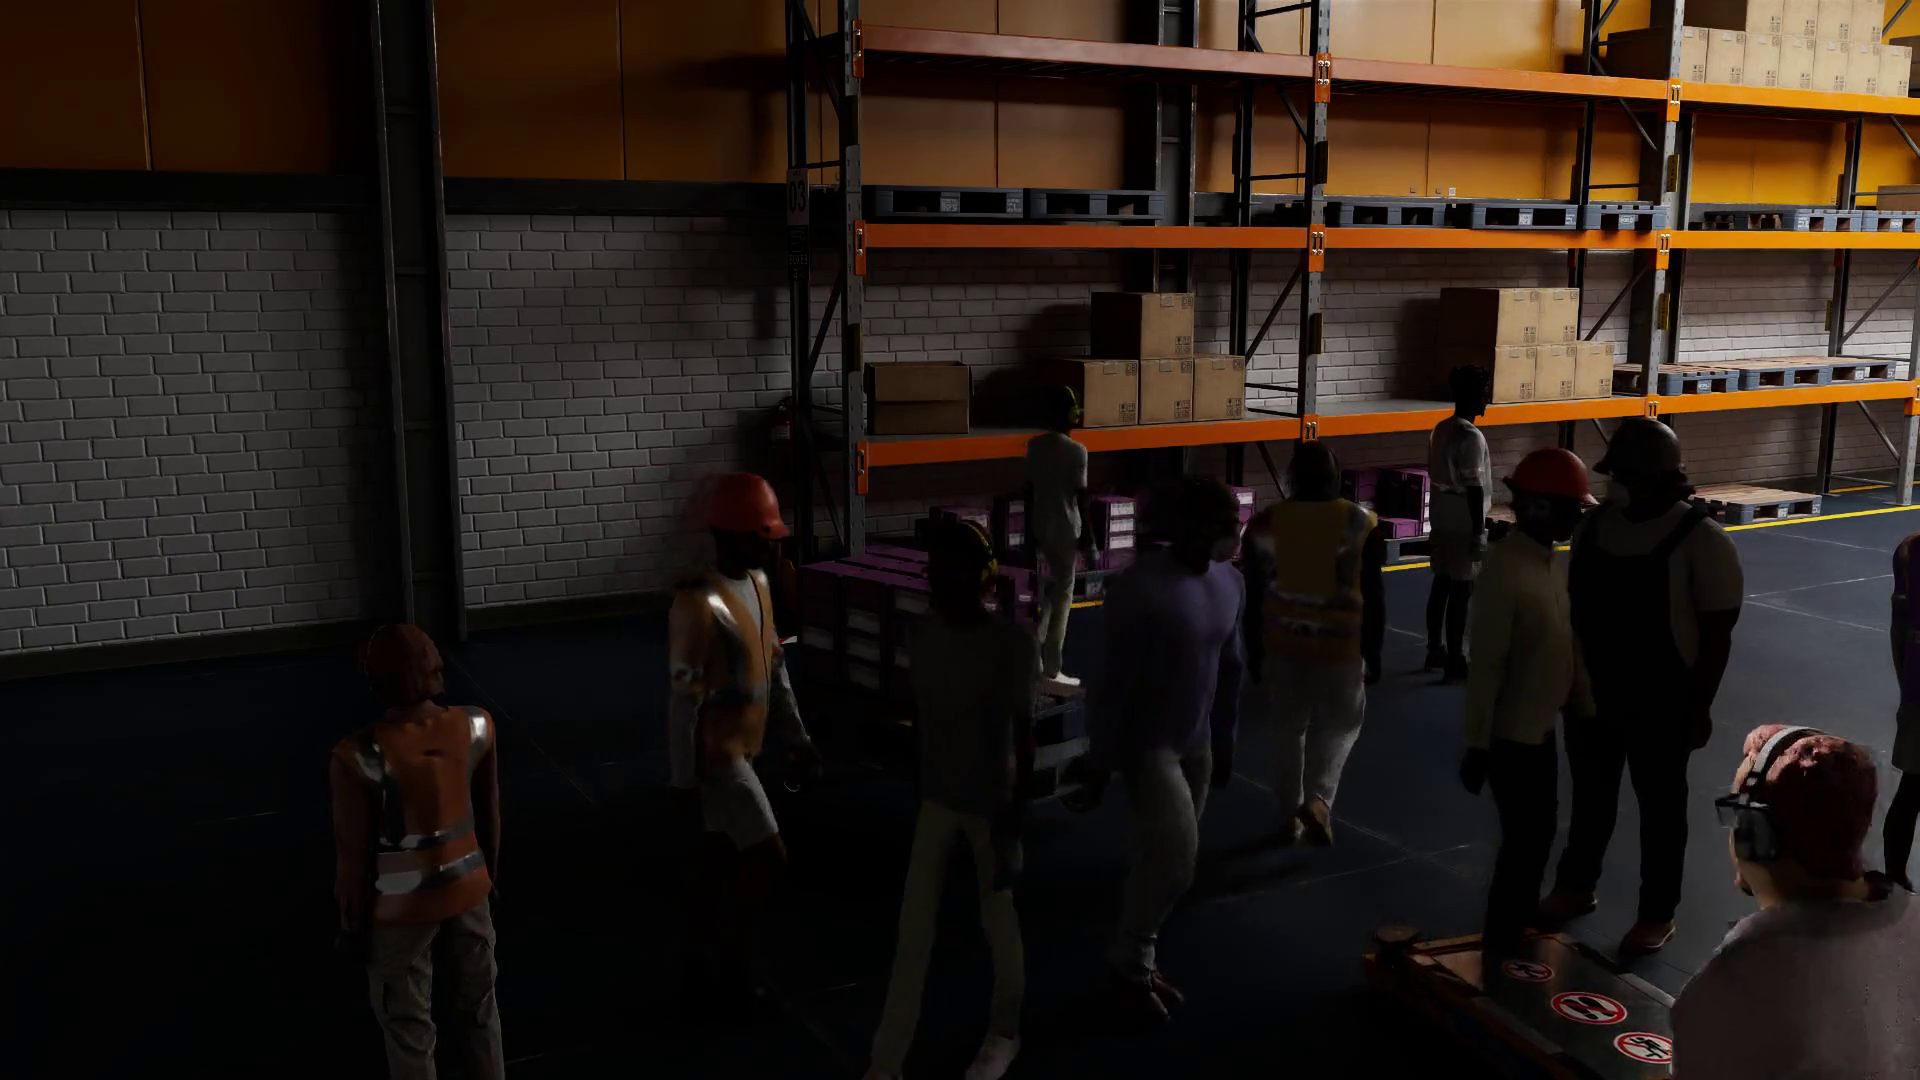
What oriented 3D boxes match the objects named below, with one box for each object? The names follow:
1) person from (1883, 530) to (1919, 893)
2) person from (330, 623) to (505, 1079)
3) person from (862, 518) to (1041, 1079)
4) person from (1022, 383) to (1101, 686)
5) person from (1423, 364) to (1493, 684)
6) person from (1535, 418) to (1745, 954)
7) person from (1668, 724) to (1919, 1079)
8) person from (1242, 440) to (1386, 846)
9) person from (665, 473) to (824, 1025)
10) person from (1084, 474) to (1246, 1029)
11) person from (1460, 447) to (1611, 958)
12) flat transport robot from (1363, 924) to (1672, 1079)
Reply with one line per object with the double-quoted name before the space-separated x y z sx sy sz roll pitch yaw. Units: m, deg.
"person" 3.794 0.593 6.334 0.359 1.936 0.544 -3 10 -15
"person" -1.503 1.032 4.659 0.311 1.640 0.512 9 13 41
"person" -0.033 0.866 5.069 0.521 1.836 0.875 5 11 29
"person" 0.612 -0.008 10.000 0.403 1.860 0.500 -7 12 -35
"person" 3.083 -0.102 10.248 0.367 1.966 0.606 -1 10 -8
"person" 2.539 0.541 6.329 0.536 2.000 0.680 -7 12 -33
"person" 1.360 1.250 2.729 0.738 1.888 0.483 -6 12 -33
"person" 1.541 0.474 7.331 0.638 1.824 0.512 5 11 25
"person" -0.746 0.714 5.715 0.592 1.906 0.533 2 10 10
"person" 0.708 0.717 5.700 0.504 1.908 0.645 10 14 44
"person" 1.993 0.658 5.845 0.435 1.978 0.626 6 12 31
"flat transport robot" 1.983 1.582 5.428 0.652 0.197 1.431 -3 10 -18
